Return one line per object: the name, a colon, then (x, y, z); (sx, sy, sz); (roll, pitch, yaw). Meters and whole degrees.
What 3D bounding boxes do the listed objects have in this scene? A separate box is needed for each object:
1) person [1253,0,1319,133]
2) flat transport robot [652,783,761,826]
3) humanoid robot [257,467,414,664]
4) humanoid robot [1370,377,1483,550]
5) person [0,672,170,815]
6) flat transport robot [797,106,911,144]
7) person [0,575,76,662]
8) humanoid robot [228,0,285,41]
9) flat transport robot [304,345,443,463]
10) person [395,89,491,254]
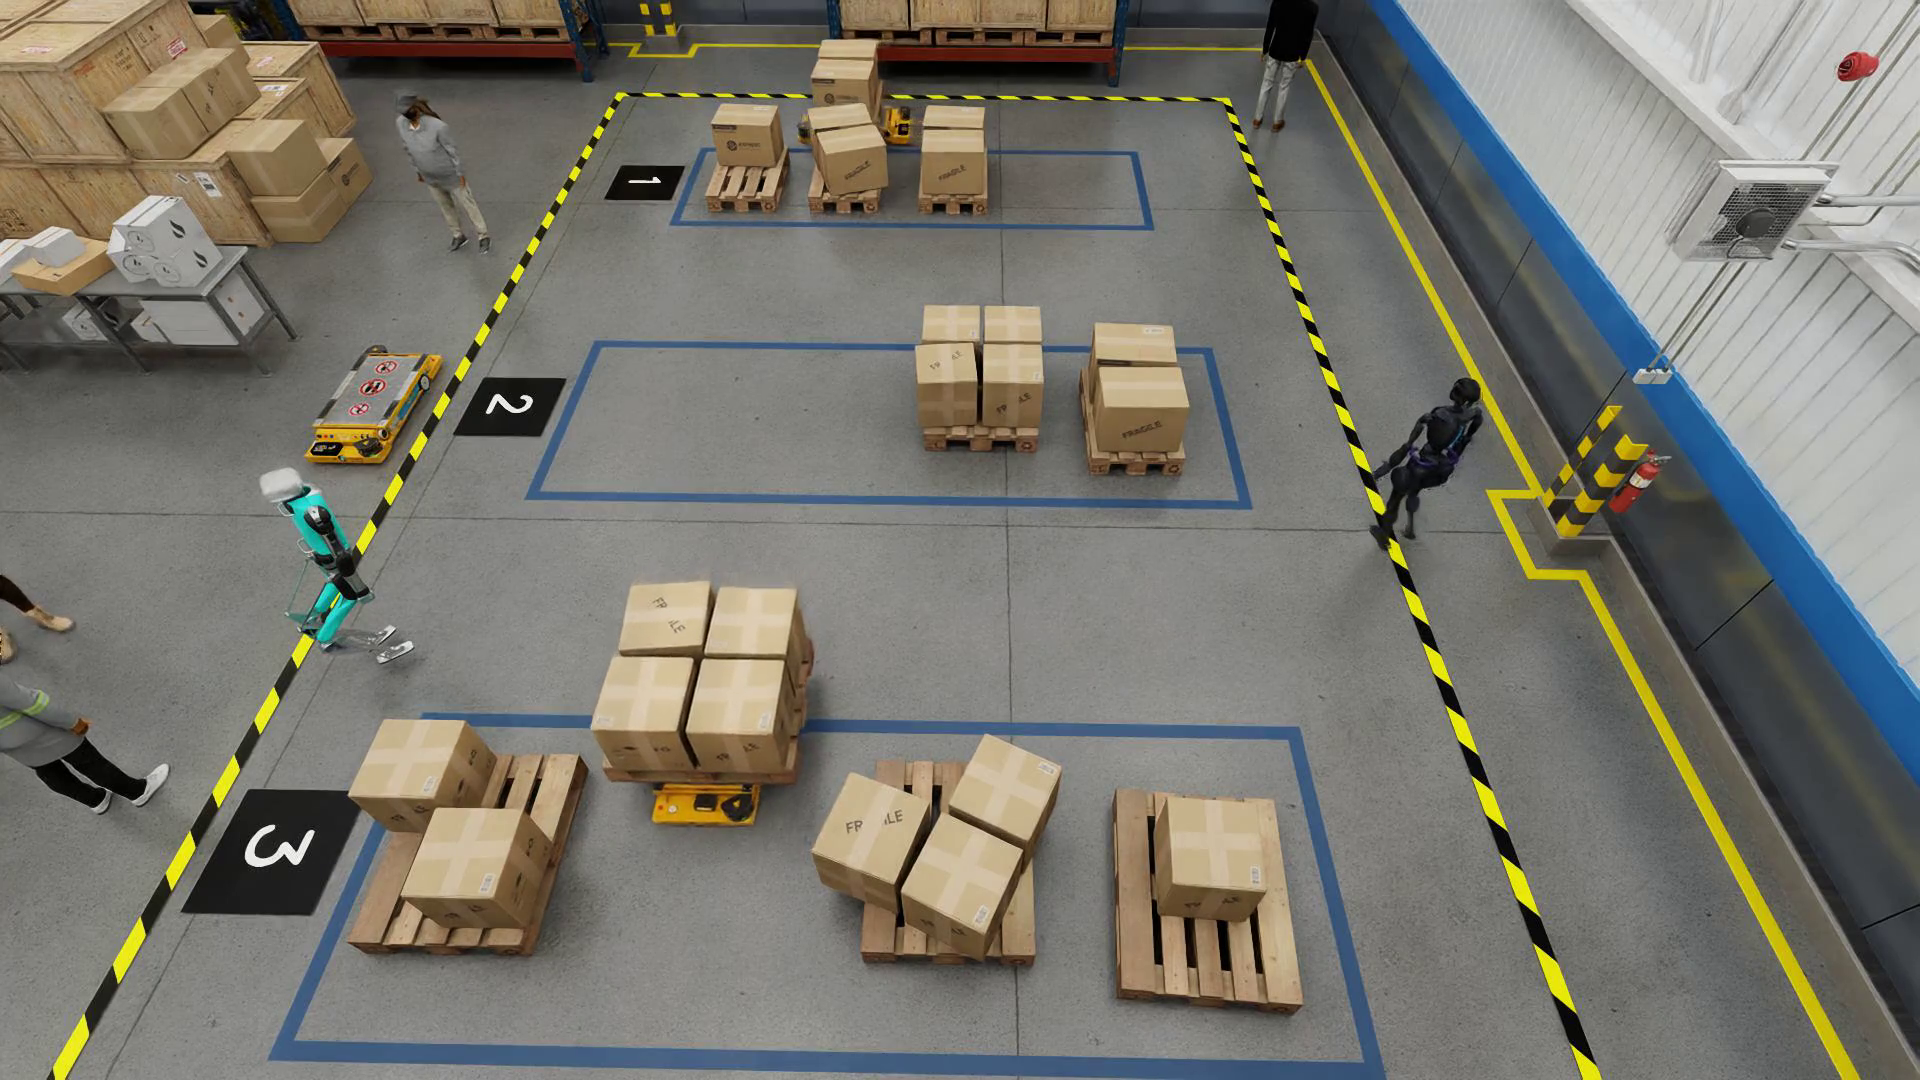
person: (4.060, -6.093, 11.468); (0.585, 1.879, 0.382); (23, 53, 18)
flat transport robot: (-1.641, 1.237, 6.302); (0.652, 0.197, 1.431); (1, 50, 1)
humanoid robot: (-4.277, 0.289, 6.075); (0.533, 1.672, 0.735); (35, 58, 26)
humanoid robot: (3.477, -0.549, 6.908); (0.600, 1.653, 0.365); (-8, 50, -7)
person: (-5.534, 1.089, 5.408); (0.593, 1.852, 0.367); (-7, 50, -6)
flat transport robot: (-1.367, -5.418, 11.933); (1.431, 0.197, 0.652); (1, 50, 1)
person: (-6.946, 0.069, 6.164); (0.435, 2.023, 0.622); (15, 51, 12)
humanoid robot: (-9.017, -6.453, 11.903); (0.339, 1.653, 0.583); (-1, 50, -1)
flat transport robot: (-5.383, -1.269, 8.441); (0.659, 0.231, 1.431); (1, 50, 1)
person: (-5.469, -3.878, 9.669); (0.563, 1.763, 0.403); (6, 50, 5)
